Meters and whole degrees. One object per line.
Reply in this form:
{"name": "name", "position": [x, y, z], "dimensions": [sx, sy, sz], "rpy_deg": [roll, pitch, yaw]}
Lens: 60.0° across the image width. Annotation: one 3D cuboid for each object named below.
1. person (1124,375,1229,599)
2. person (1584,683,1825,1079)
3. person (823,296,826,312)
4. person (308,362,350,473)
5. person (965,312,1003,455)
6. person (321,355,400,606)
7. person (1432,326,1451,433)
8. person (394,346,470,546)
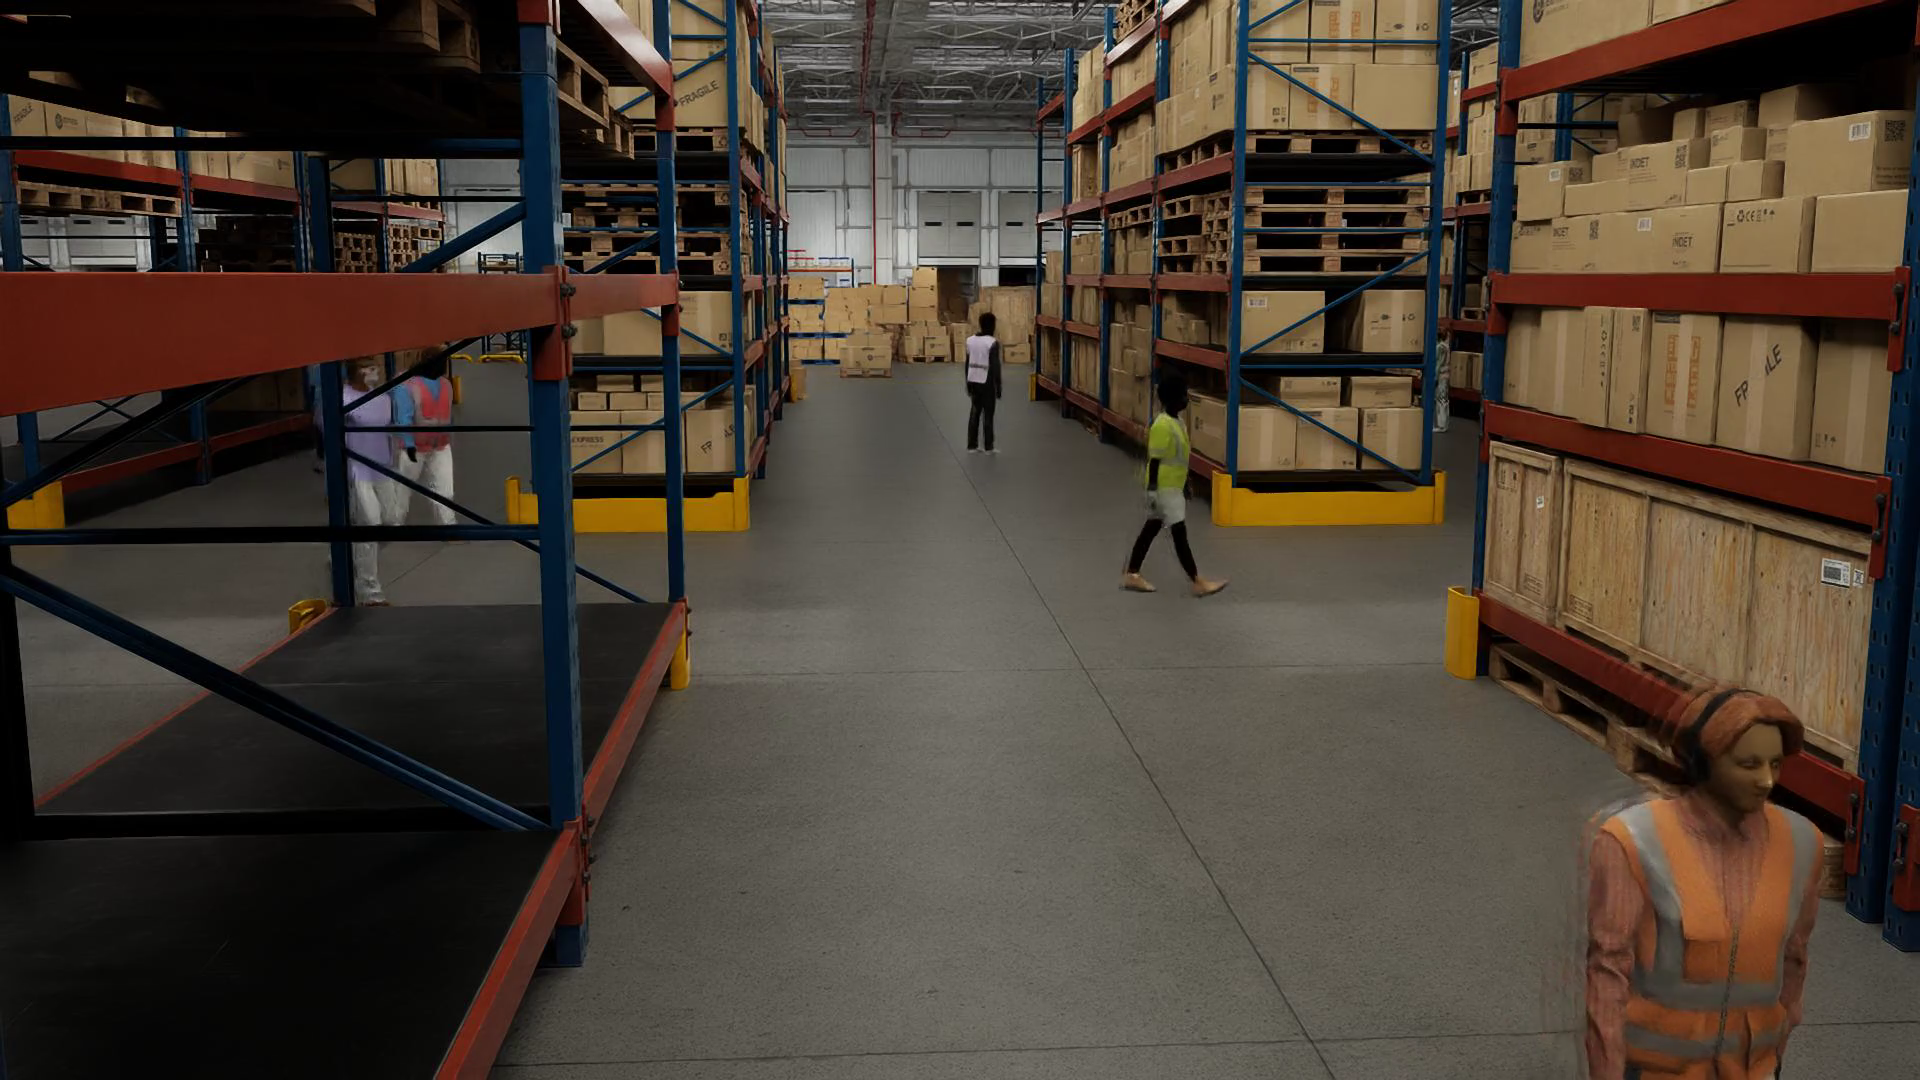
{"name": "person", "position": [1.606, -0.394, 12.401], "dimensions": [0.866, 1.651, 0.546], "rpy_deg": [3, 10, 20]}
{"name": "person", "position": [1.480, 1.091, 3.292], "dimensions": [0.535, 1.602, 0.830], "rpy_deg": [-1, 9, -5]}
{"name": "person", "position": [-5.539, -9.285, 67.365], "dimensions": [0.340, 1.941, 0.551], "rpy_deg": [-5, 11, -30]}
{"name": "person", "position": [-7.715, -1.658, 20.389], "dimensions": [0.547, 1.648, 0.867], "rpy_deg": [0, 9, -2]}
{"name": "person", "position": [0.306, -2.099, 22.338], "dimensions": [0.381, 1.916, 0.598], "rpy_deg": [-8, 12, -42]}
{"name": "person", "position": [-4.251, -0.414, 11.741], "dimensions": [0.640, 1.922, 0.633], "rpy_deg": [4, 10, 23]}
{"name": "person", "position": [7.356, -2.454, 25.463], "dimensions": [0.318, 1.630, 0.513], "rpy_deg": [4, 10, 26]}
{"name": "person", "position": [-4.816, -0.854, 14.961], "dimensions": [0.985, 1.778, 0.643], "rpy_deg": [7, 12, 39]}
